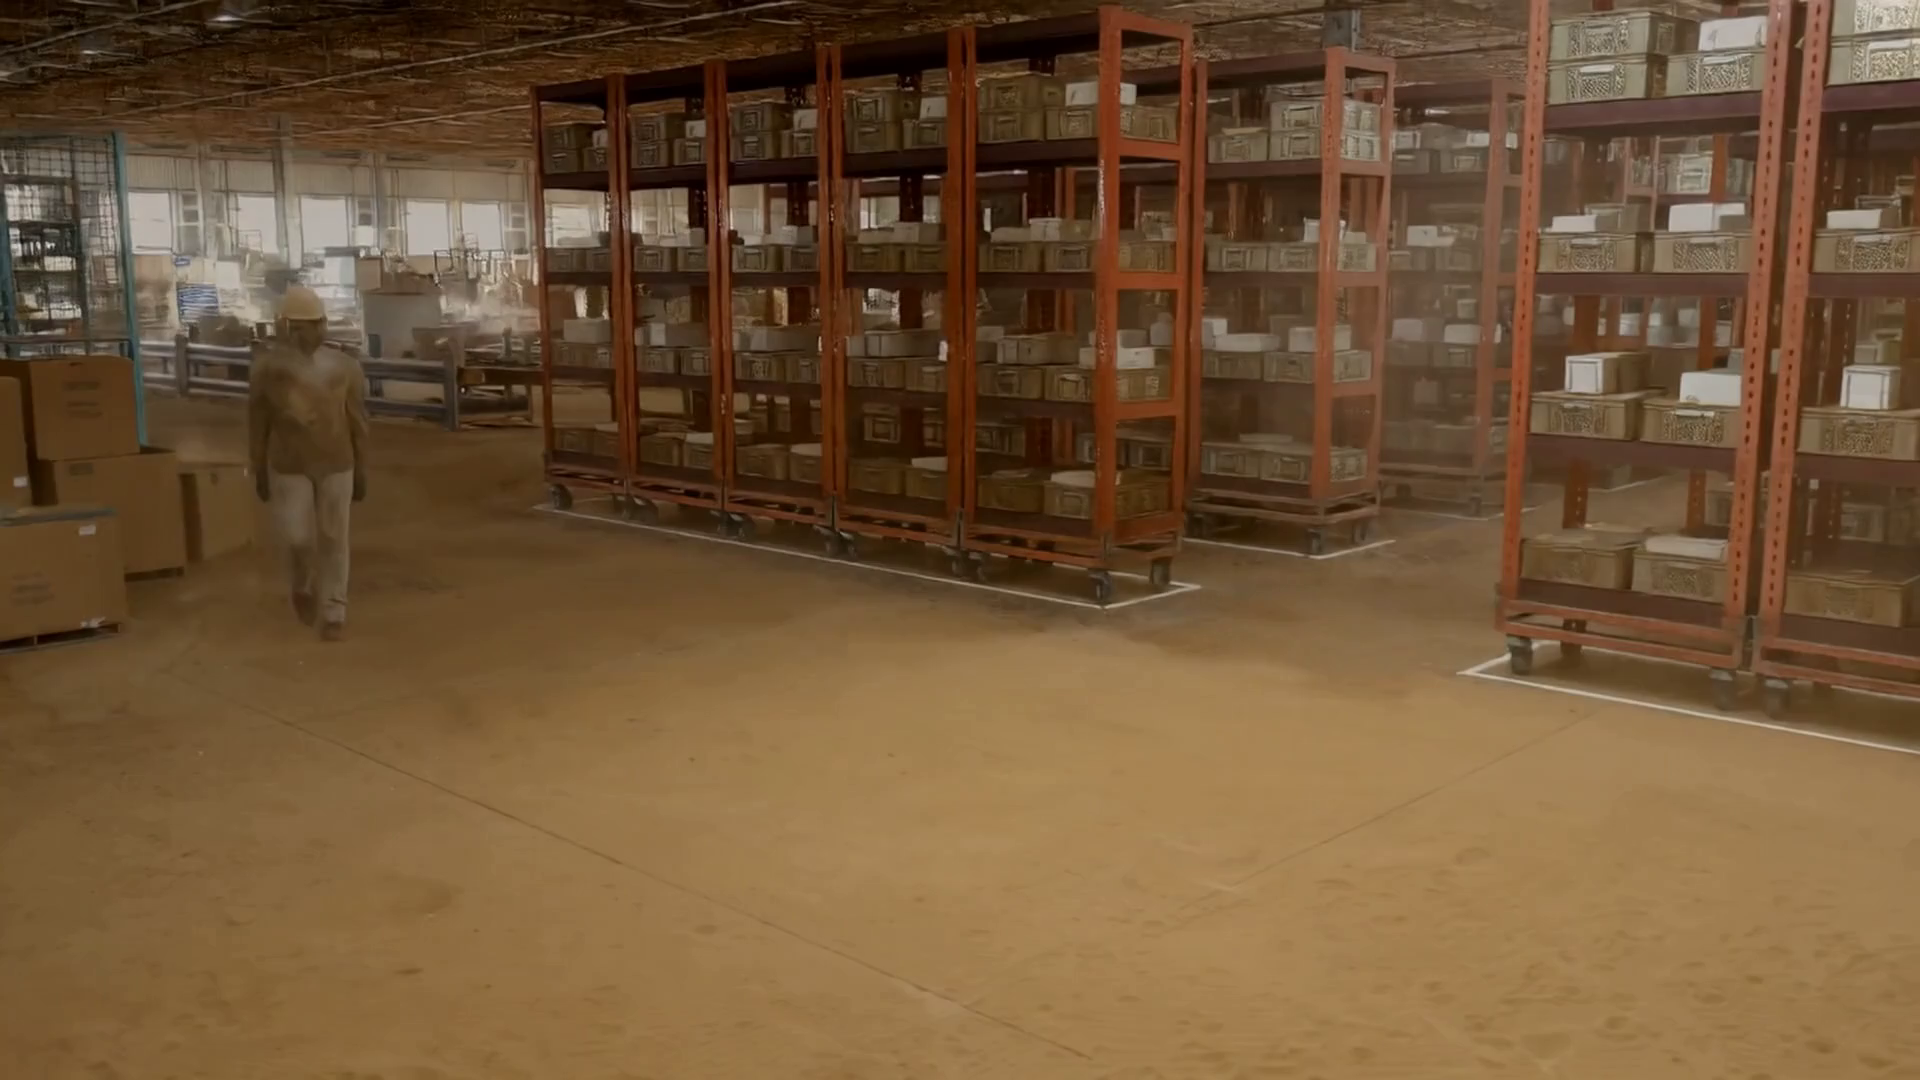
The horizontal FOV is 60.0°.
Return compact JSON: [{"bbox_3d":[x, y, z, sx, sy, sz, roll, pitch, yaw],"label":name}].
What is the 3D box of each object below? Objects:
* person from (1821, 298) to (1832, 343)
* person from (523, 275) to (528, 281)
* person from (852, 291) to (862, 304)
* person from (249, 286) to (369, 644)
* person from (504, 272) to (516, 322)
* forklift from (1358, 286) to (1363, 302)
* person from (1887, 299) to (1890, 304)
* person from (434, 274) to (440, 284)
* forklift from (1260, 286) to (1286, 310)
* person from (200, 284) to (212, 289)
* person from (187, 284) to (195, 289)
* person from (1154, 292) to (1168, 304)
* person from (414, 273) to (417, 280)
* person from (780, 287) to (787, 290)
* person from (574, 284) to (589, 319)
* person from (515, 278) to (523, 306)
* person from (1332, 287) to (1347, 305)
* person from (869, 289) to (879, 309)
[{"bbox_3d":[22.301,-5.804,42.754,0.404,1.827,0.589,-9,13,-44],"label":"person"},{"bbox_3d":[-24.722,-14.251,94.796,0.308,1.744,0.485,-9,13,-44],"label":"person"},{"bbox_3d":[-4.009,-9.493,65.108,0.398,1.915,0.588,-9,13,-44],"label":"person"},{"bbox_3d":[-3.614,-0.420,9.269,0.622,1.978,0.579,-4,10,-23],"label":"person"},{"bbox_3d":[-16.795,-9.024,62.164,0.377,1.936,0.628,-9,13,-44],"label":"person"},{"bbox_3d":[11.100,-7.017,46.970,1.873,2.768,1.129,9,13,43],"label":"forklift"},{"bbox_3d":[25.105,-6.069,44.558,0.325,1.769,0.524,-9,13,-44],"label":"person"},{"bbox_3d":[-28.568,-13.586,90.496,0.781,1.821,0.520,-3,10,-20],"label":"person"},{"bbox_3d":[10.080,-8.086,53.524,1.129,2.768,1.873,9,13,43],"label":"forklift"},{"bbox_3d":[-19.006,-5.645,41.977,0.329,1.764,0.524,-9,13,-44],"label":"person"},{"bbox_3d":[-37.204,-12.018,80.636,0.639,1.899,0.636,-1,9,-4],"label":"person"},{"bbox_3d":[6.446,-7.494,52.764,0.402,1.942,0.604,-9,13,-44],"label":"person"},{"bbox_3d":[-19.388,-8.643,59.503,0.929,2.000,0.713,-4,10,-22],"label":"person"},{"bbox_3d":[-7.763,-10.990,74.132,0.373,1.962,0.605,-9,13,-44],"label":"person"},{"bbox_3d":[-9.581,-5.730,42.191,0.334,1.864,0.521,-9,13,-44],"label":"person"},{"bbox_3d":[-18.079,-9.869,68.071,0.322,1.697,0.533,-9,13,-44],"label":"person"},{"bbox_3d":[5.730,-2.907,24.762,0.401,1.904,0.640,-9,13,-44],"label":"person"},{"bbox_3d":[-3.158,-8.816,60.899,0.376,1.933,0.544,-9,13,-44],"label":"person"}]
